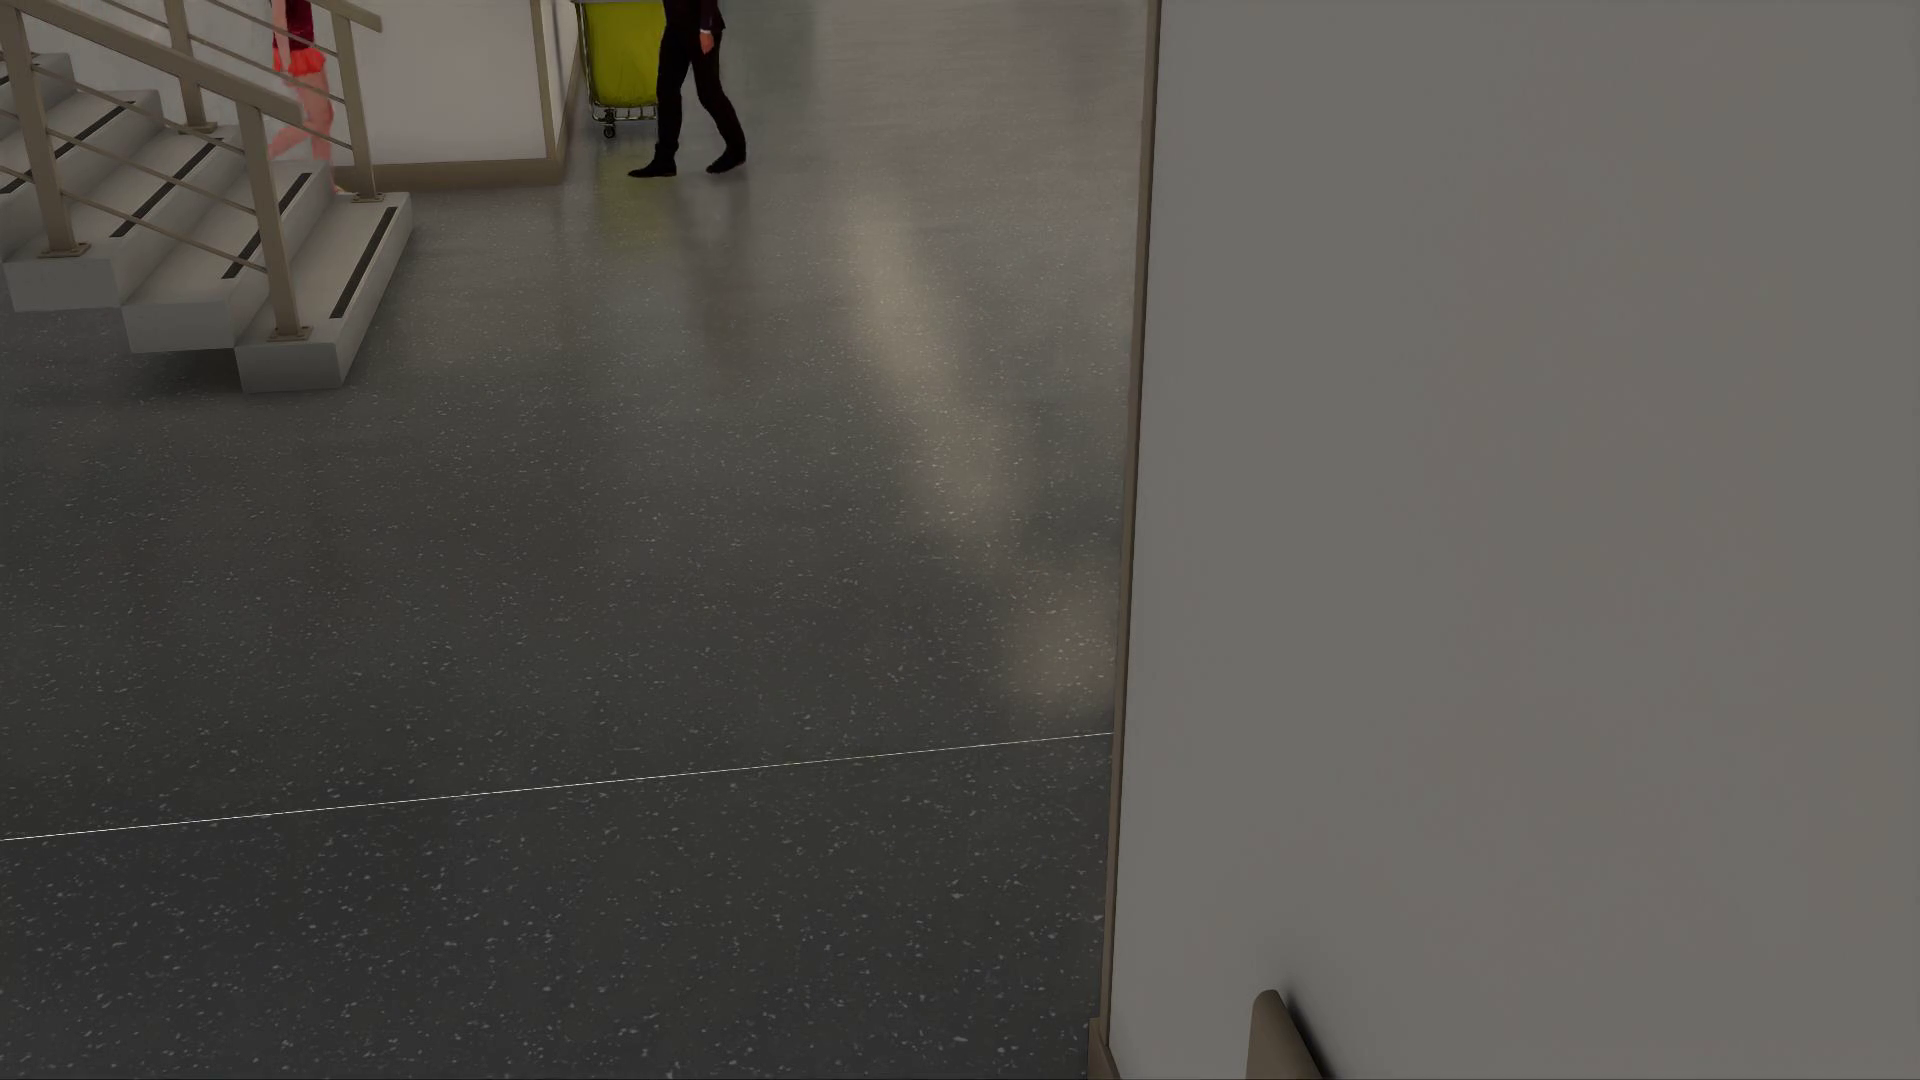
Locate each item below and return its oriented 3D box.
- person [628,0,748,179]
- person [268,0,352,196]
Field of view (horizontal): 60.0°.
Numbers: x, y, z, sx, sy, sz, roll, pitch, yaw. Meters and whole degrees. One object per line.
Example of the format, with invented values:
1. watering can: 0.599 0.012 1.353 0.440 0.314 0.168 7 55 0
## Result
1. person: -1.562 -3.123 10.054 1.156 1.836 1.015 -21 33 -36
2. person: -3.783 -2.706 9.304 0.889 1.736 0.608 -7 27 -15
